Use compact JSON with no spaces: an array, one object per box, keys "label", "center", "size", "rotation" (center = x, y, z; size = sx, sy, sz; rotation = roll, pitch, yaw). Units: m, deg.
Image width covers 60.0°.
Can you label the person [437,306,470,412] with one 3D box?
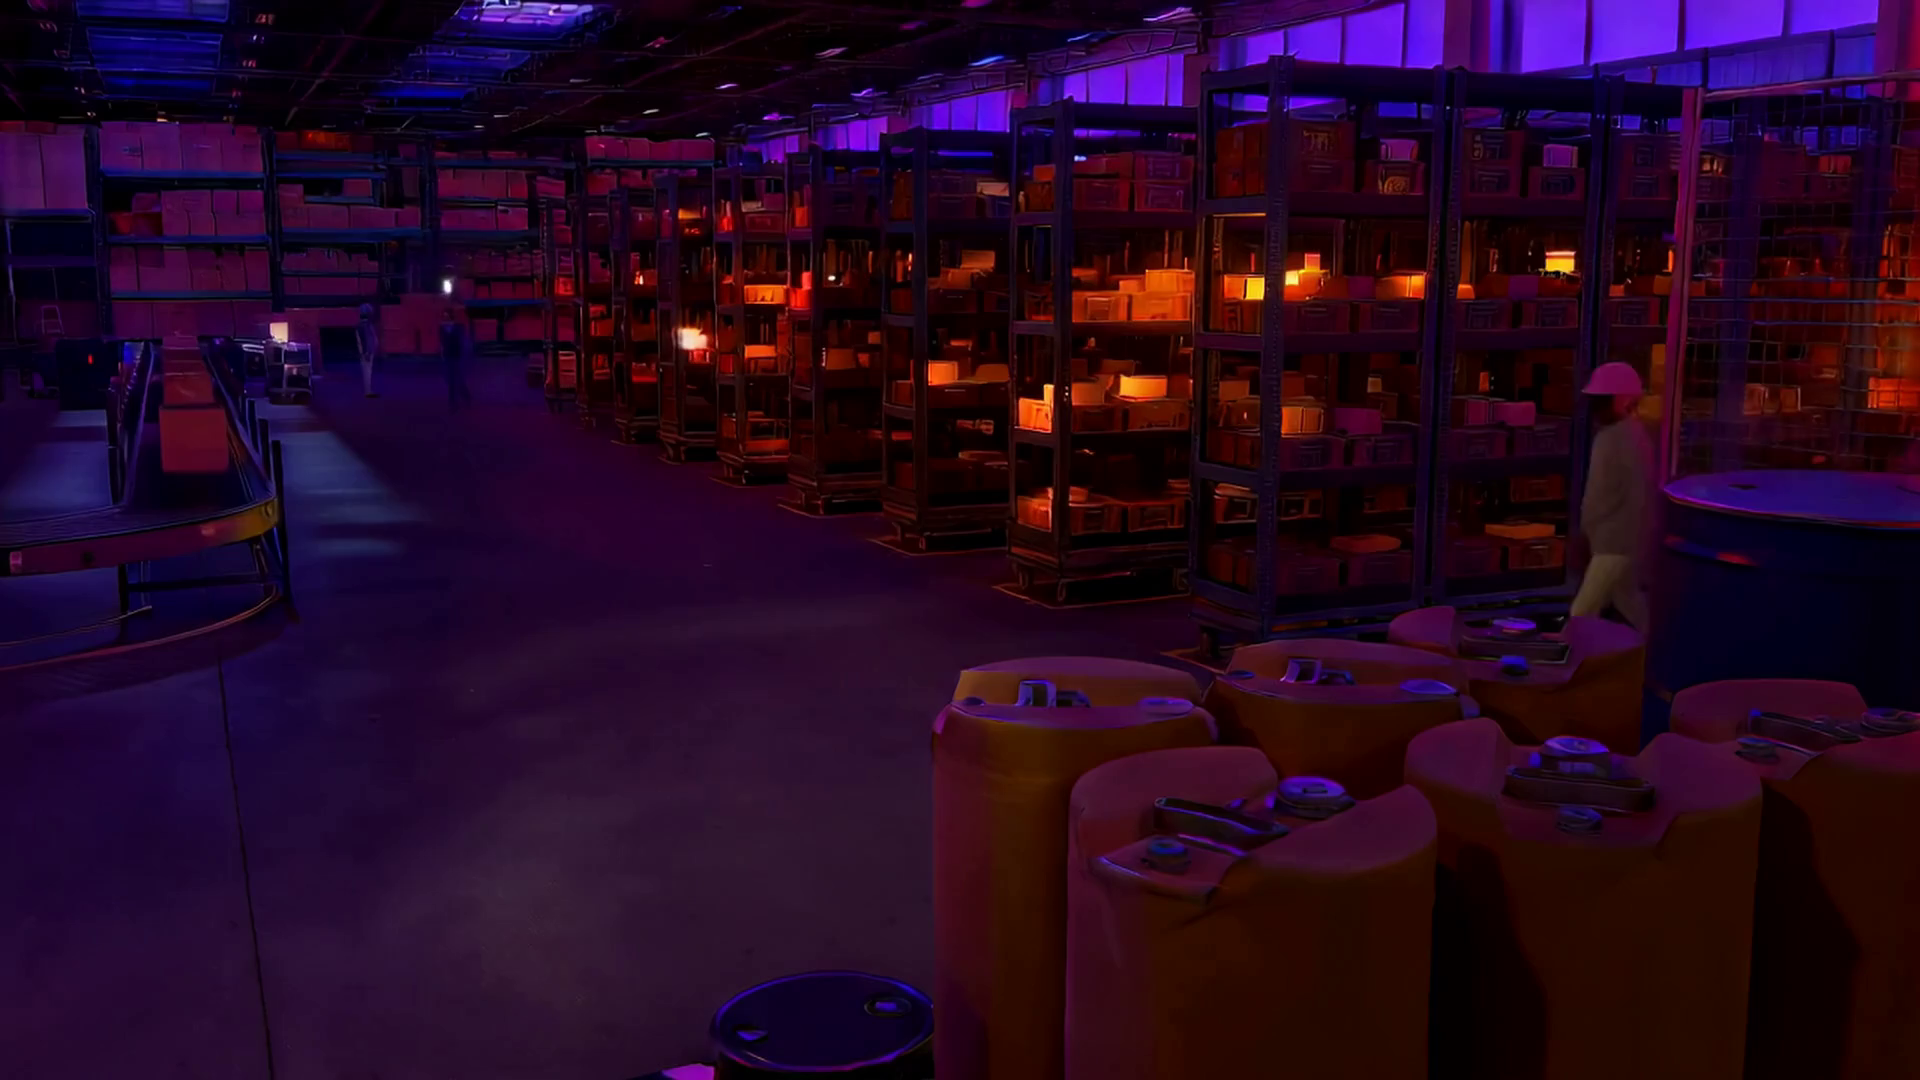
[{"label":"person","center":[-8.723,-3.113,28.635],"size":[0.606,1.830,0.429],"rotation":[3,10,19]}]

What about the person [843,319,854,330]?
[{"label":"person","center":[-2.694,-4.636,37.864],"size":[0.655,1.906,0.407],"rotation":[-8,12,-40]}]

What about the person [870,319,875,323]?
[{"label":"person","center":[-2.705,-6.318,48.799],"size":[0.590,1.737,0.371],"rotation":[3,10,17]}]

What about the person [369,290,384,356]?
[{"label":"person","center":[-16.760,-6.221,47.692],"size":[0.407,1.910,0.639],"rotation":[4,10,22]}]

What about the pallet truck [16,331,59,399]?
[{"label":"pallet truck","center":[-17.082,-3.353,31.781],"size":[1.630,1.274,0.653],"rotation":[-4,10,-25]}]

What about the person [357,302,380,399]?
[{"label":"person","center":[-11.284,-3.609,31.722],"size":[0.403,1.833,0.586],"rotation":[-3,10,-16]}]

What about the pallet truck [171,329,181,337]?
[{"label":"pallet truck","center":[-17.275,-3.851,35.096],"size":[1.601,1.201,0.680],"rotation":[0,9,1]}]

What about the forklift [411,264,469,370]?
[{"label":"forklift","center":[-12.807,-5.609,40.888],"size":[1.129,2.768,1.873],"rotation":[-1,9,-7]}]

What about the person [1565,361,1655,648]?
[{"label":"person","center":[3.514,0.010,8.968],"size":[1.053,1.941,0.630],"rotation":[1,9,6]}]
